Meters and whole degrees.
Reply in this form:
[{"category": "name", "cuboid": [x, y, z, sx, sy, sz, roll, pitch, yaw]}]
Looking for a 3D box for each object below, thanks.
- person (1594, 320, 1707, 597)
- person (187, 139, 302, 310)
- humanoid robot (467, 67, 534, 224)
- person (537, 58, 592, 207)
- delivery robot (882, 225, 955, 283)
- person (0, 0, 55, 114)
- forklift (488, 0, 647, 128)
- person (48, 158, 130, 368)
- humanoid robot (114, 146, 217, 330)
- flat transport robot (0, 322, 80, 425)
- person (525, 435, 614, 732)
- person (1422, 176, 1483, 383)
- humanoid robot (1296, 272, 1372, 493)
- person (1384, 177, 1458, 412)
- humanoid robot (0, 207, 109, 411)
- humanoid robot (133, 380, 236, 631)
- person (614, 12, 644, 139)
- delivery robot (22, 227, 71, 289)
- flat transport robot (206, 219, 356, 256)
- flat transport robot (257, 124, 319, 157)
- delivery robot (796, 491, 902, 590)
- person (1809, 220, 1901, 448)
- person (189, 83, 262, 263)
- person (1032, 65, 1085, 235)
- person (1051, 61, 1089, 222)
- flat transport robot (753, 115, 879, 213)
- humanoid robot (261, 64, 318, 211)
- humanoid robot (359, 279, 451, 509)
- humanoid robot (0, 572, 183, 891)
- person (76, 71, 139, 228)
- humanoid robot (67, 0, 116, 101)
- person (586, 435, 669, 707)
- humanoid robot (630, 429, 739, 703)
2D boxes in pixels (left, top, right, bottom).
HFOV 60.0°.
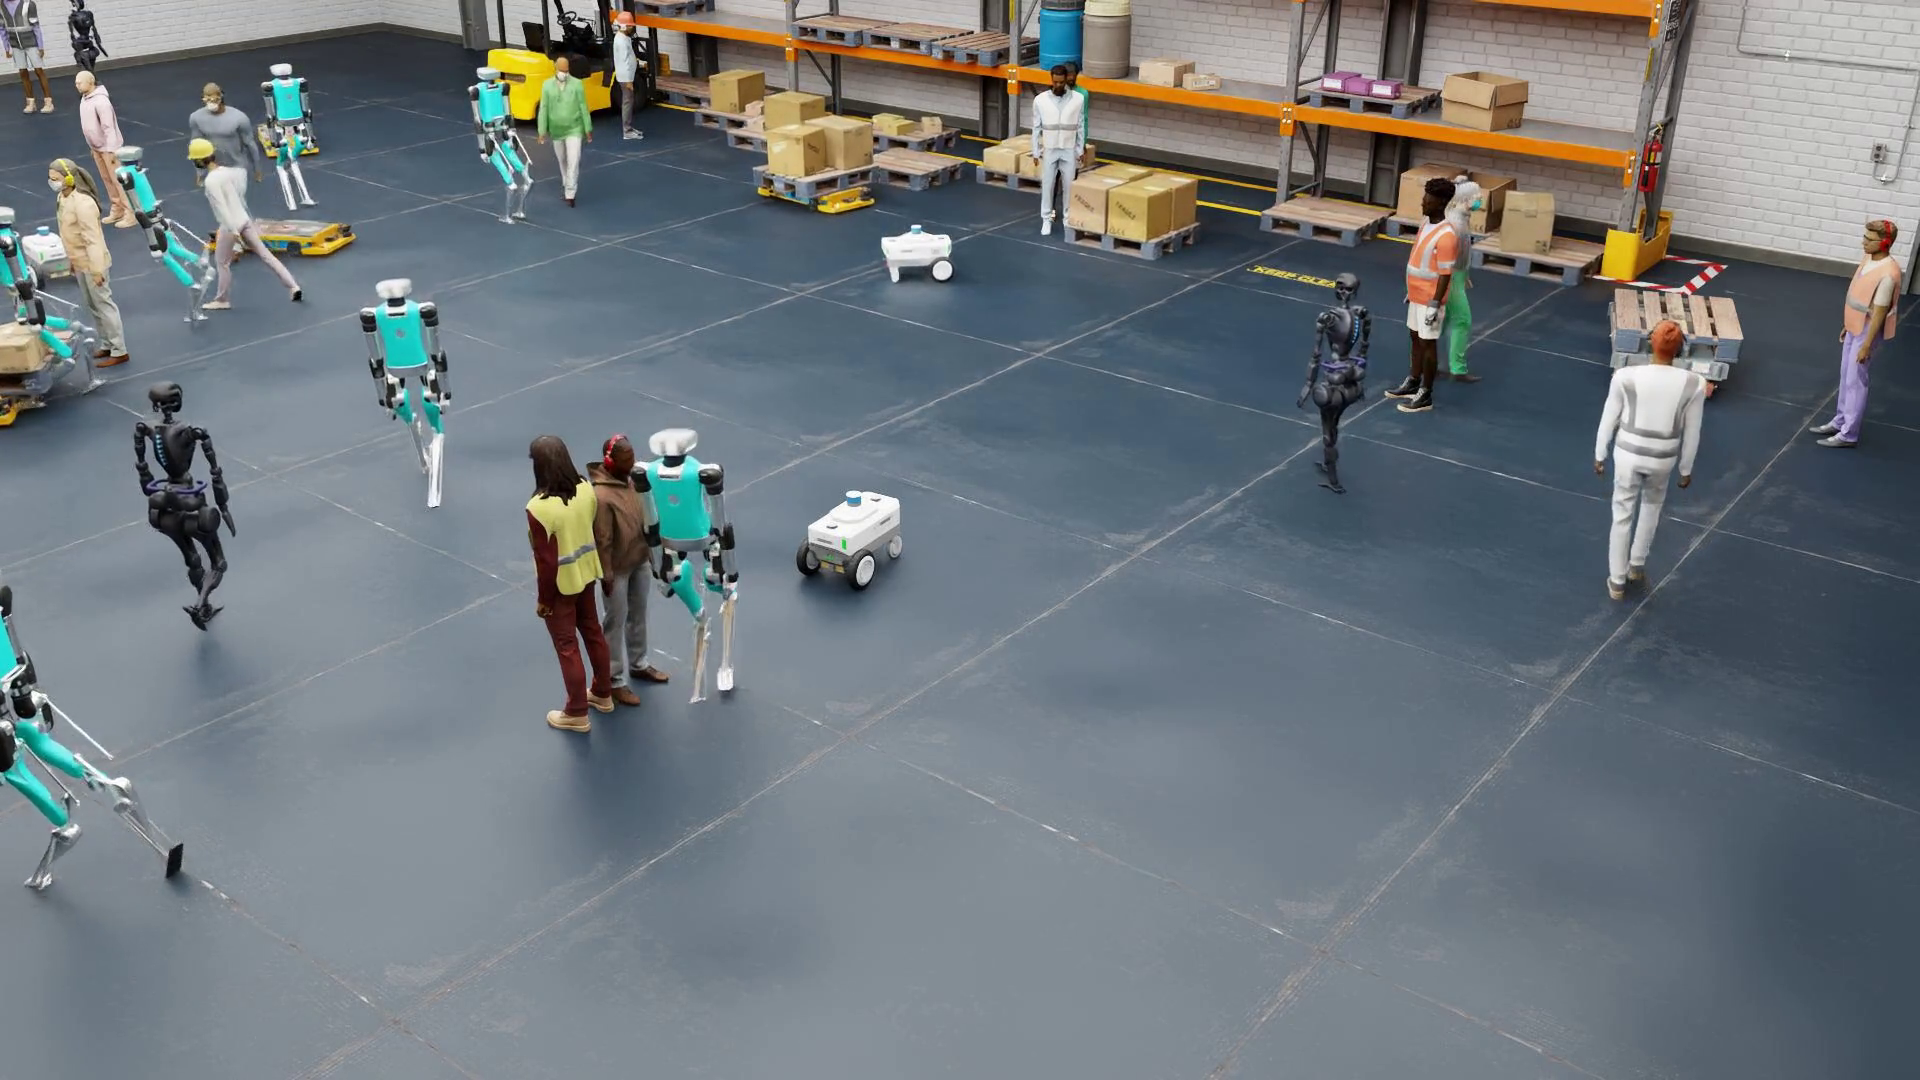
[{"category": "person", "cuboid": [4.471, -0.563, 10.895, 0.603, 1.865, 0.652, 7, 27, 15]}, {"category": "person", "cuboid": [-7.081, -3.110, 16.357, 0.923, 1.709, 0.550, 0, 26, 0]}, {"category": "humanoid robot", "cuboid": [-5.241, -4.523, 19.272, 0.735, 1.803, 0.532, 20, 32, 36]}, {"category": "person", "cuboid": [-4.774, -4.900, 20.013, 0.625, 1.738, 0.813, 0, 26, 0]}, {"category": "delivery robot", "cuboid": [-0.438, -3.009, 17.464, 0.755, 0.587, 0.525, -5, 26, -10]}, {"category": "person", "cuboid": [-14.041, -7.417, 24.914, 0.598, 2.035, 0.406, -2, 26, -5]}, {"category": "forklift", "cuboid": [-5.874, -7.334, 24.552, 1.214, 2.155, 2.313, 19, 32, 34]}, {"category": "person", "cuboid": [-7.783, -2.485, 14.883, 0.561, 1.872, 0.392, 23, 34, 39]}, {"category": "humanoid robot", "cuboid": [-7.457, -2.828, 15.801, 0.772, 1.822, 0.531, -6, 26, -12]}, {"category": "flat transport robot", "cuboid": [-8.297, -1.294, 14.251, 0.659, 0.231, 1.431, -5, 26, -9]}, {"category": "person", "cuboid": [-2.187, 0.249, 9.328, 0.361, 1.767, 0.475, 13, 29, 25]}, {"category": "person", "cuboid": [4.349, -2.266, 14.469, 0.633, 1.820, 0.534, 6, 26, 11]}, {"category": "humanoid robot", "cuboid": [2.778, -1.200, 12.446, 0.604, 1.644, 0.575, -15, 30, -28]}, {"category": "person", "cuboid": [3.879, -2.044, 13.855, 0.368, 1.964, 0.605, -2, 26, -4]}, {"category": "humanoid robot", "cuboid": [-7.615, -1.976, 14.001, 0.925, 1.763, 0.542, -21, 33, -37]}, {"category": "humanoid robot", "cuboid": [-4.880, -0.191, 10.365, 0.589, 1.642, 0.531, 3, 26, 6]}, {"category": "person", "cuboid": [-4.673, -6.541, 23.427, 0.351, 1.739, 0.572, -6, 26, -12]}, {"category": "delivery robot", "cuboid": [-9.525, -2.977, 17.398, 0.499, 0.587, 0.762, -21, 33, -36]}, {"category": "flat transport robot", "cuboid": [-7.580, -3.382, 18.575, 1.431, 0.231, 0.659, 4, 26, 8]}, {"category": "flat transport robot", "cuboid": [-9.343, -5.563, 23.092, 0.659, 0.231, 1.431, -12, 28, -23]}, {"category": "delivery robot", "cuboid": [-0.733, -0.021, 11.308, 0.499, 0.614, 0.791, 15, 30, 28]}, {"category": "person", "cuboid": [7.136, -1.620, 13.125, 0.386, 1.838, 0.561, 6, 26, 12]}, {"category": "person", "cuboid": [-7.917, -4.021, 18.055, 0.632, 1.887, 1.039, 2, 26, 3]}, {"category": "person", "cuboid": [1.109, -4.417, 18.840, 0.595, 1.908, 0.408, -2, 26, -4]}, {"category": "person", "cuboid": [1.243, -4.644, 19.372, 0.505, 1.847, 0.378, -5, 26, -10]}, {"category": "flat transport robot", "cuboid": [-1.767, -4.266, 20.405, 1.431, 0.231, 0.659, 23, 34, 39]}, {"category": "humanoid robot", "cuboid": [-8.007, -4.812, 19.770, 0.530, 1.709, 0.737, -20, 32, -35]}, {"category": "humanoid robot", "cuboid": [-4.021, -1.145, 12.311, 0.544, 1.819, 0.901, -5, 26, -11]}, {"category": "humanoid robot", "cuboid": [-4.254, 0.940, 7.962, 0.935, 1.783, 0.551, 1, 26, 2]}, {"category": "person", "cuboid": [-9.844, -4.513, 19.189, 0.526, 1.775, 0.408, 19, 32, 34]}, {"category": "humanoid robot", "cuboid": [-13.508, -7.621, 25.786, 0.776, 1.622, 0.614, 7, 27, 14]}, {"category": "person", "cuboid": [-1.958, 0.150, 9.666, 0.311, 1.650, 0.470, 12, 28, 24]}, {"category": "humanoid robot", "cuboid": [-1.496, 0.120, 9.662, 0.569, 1.799, 0.731, 5, 26, 10]}]
